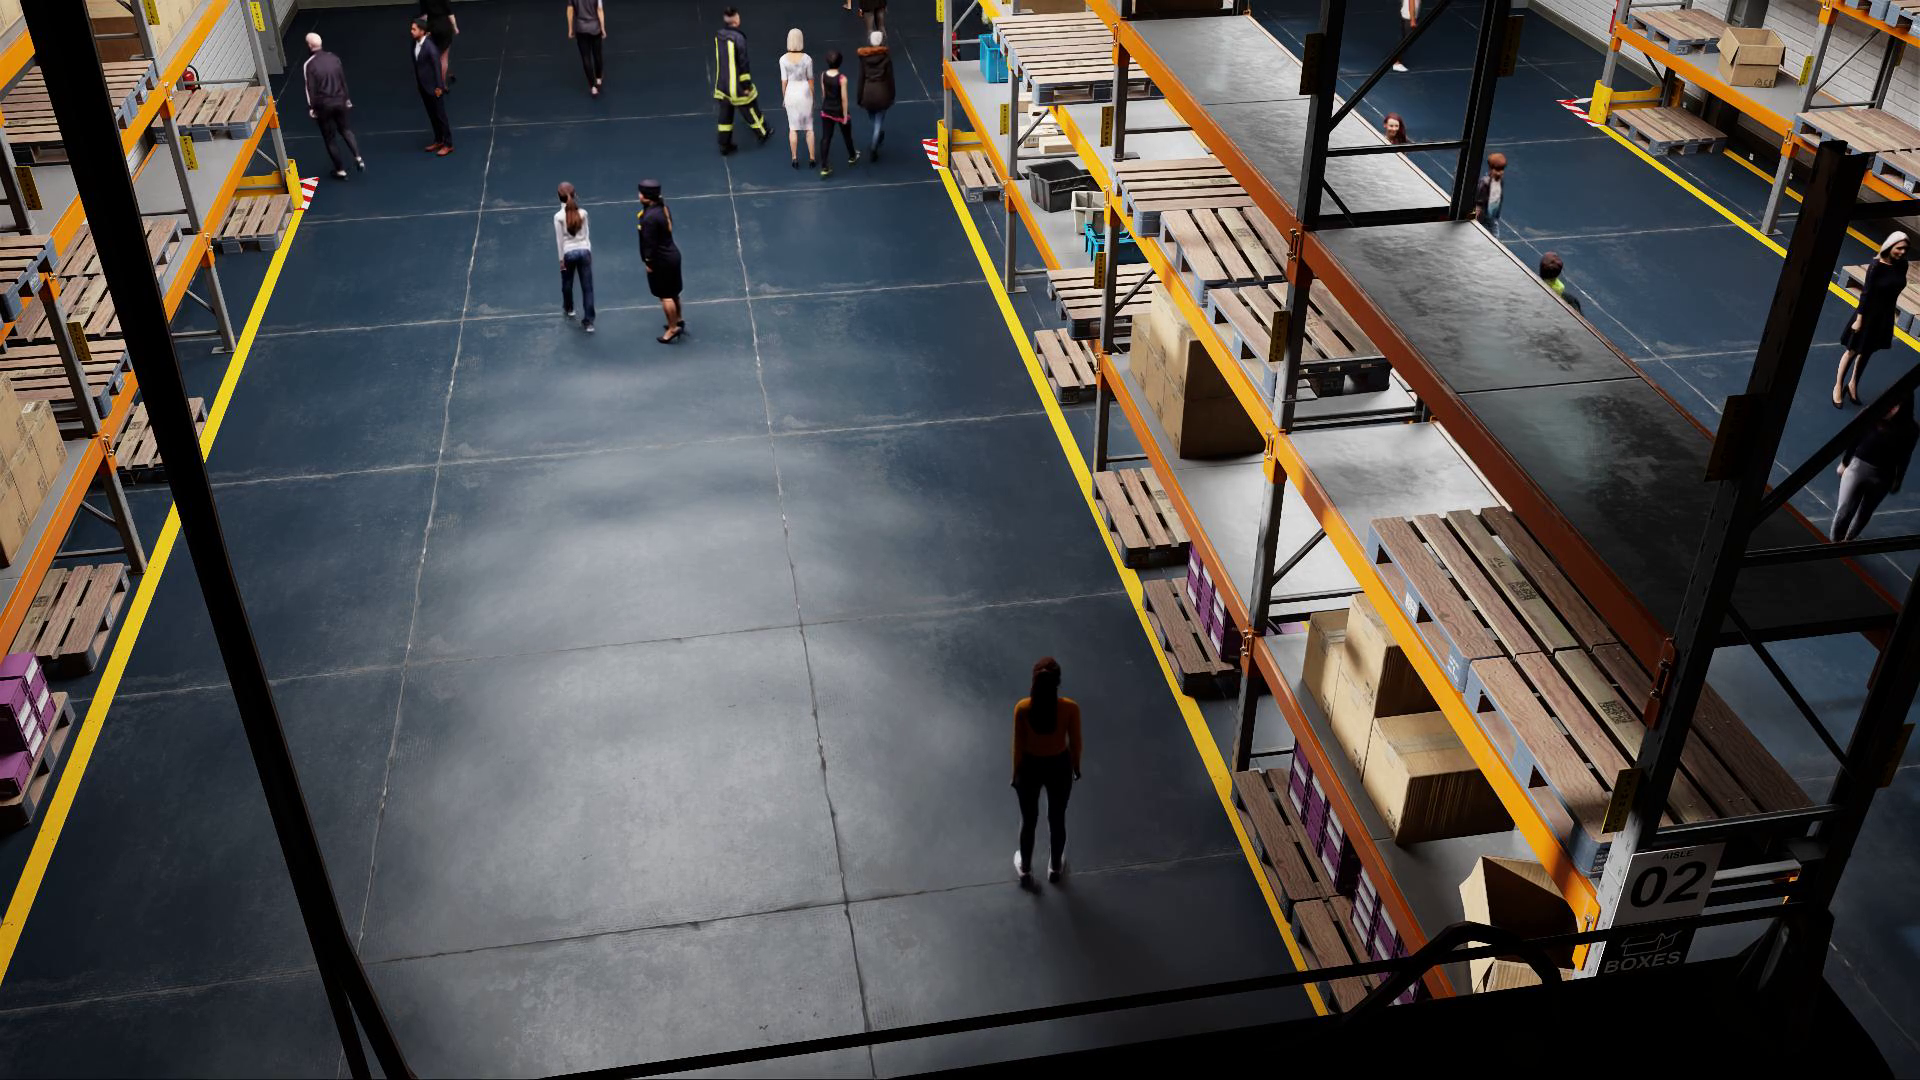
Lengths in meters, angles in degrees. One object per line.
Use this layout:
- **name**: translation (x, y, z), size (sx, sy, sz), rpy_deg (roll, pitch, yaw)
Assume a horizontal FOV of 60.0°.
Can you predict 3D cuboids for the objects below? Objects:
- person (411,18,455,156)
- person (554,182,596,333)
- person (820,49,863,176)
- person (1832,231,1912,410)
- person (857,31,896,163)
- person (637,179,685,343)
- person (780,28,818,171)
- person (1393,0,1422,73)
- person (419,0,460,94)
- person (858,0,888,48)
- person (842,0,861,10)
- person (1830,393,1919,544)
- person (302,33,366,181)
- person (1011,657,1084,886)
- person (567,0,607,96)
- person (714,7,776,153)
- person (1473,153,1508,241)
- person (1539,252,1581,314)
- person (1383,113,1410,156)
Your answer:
- **person**: translation (-6.719, -5.772, 21.142), size (0.678, 1.724, 0.763), rpy_deg (25, 41, 32)
- **person**: translation (-3.881, -2.845, 16.913), size (0.613, 1.531, 0.934), rpy_deg (-12, 35, -17)
- **person**: translation (-1.586, -5.258, 20.558), size (0.944, 1.513, 1.081), rpy_deg (15, 37, 22)
- **person**: translation (8.528, -2.057, 15.532), size (0.618, 1.747, 0.580), rpy_deg (-8, 35, -12)
- **person**: translation (-1.070, -5.544, 20.912), size (0.877, 1.598, 1.084), rpy_deg (7, 34, 10)
- **person**: translation (-2.996, -2.812, 16.739), size (0.829, 1.667, 0.669), rpy_deg (3, 34, 4)
- **person**: translation (-1.997, -5.483, 20.682), size (0.597, 1.752, 0.558), rpy_deg (0, 34, 0)
- **person**: translation (6.444, -7.557, 23.927), size (0.914, 1.613, 0.644), rpy_deg (0, 34, 0)
- **person**: translation (-7.254, -7.034, 23.077), size (0.781, 1.683, 0.933), rpy_deg (8, 35, 12)
- **person**: translation (-1.242, -7.735, 24.024), size (0.741, 1.802, 0.740), rpy_deg (-25, 41, -32)
- **person**: translation (-1.726, -9.330, 26.637), size (0.608, 1.566, 0.590), rpy_deg (-13, 36, -19)
- **person**: translation (7.327, -0.540, 13.392), size (0.842, 1.589, 0.925), rpy_deg (14, 36, 20)
- **person**: translation (-7.611, -5.247, 20.264), size (0.969, 1.822, 0.909), rpy_deg (24, 41, 32)
- **person**: translation (0.530, 1.445, 10.258), size (0.638, 1.751, 0.623), rpy_deg (0, 34, 0)
- **person**: translation (-5.159, -7.033, 23.027), size (0.727, 1.736, 1.023), rpy_deg (-9, 35, -13)
- **person**: translation (-2.923, -5.805, 21.099), size (1.186, 1.826, 1.229), rpy_deg (24, 40, 31)
- **person**: translation (5.634, -3.500, 18.005), size (0.770, 1.412, 1.052), rpy_deg (-18, 38, -25)
- **person**: translation (5.037, -1.518, 14.538), size (0.965, 1.949, 1.209), rpy_deg (4, 34, 5)
- **person**: translation (4.563, -3.746, 18.030), size (0.607, 1.793, 0.529), rpy_deg (-1, 34, -1)
